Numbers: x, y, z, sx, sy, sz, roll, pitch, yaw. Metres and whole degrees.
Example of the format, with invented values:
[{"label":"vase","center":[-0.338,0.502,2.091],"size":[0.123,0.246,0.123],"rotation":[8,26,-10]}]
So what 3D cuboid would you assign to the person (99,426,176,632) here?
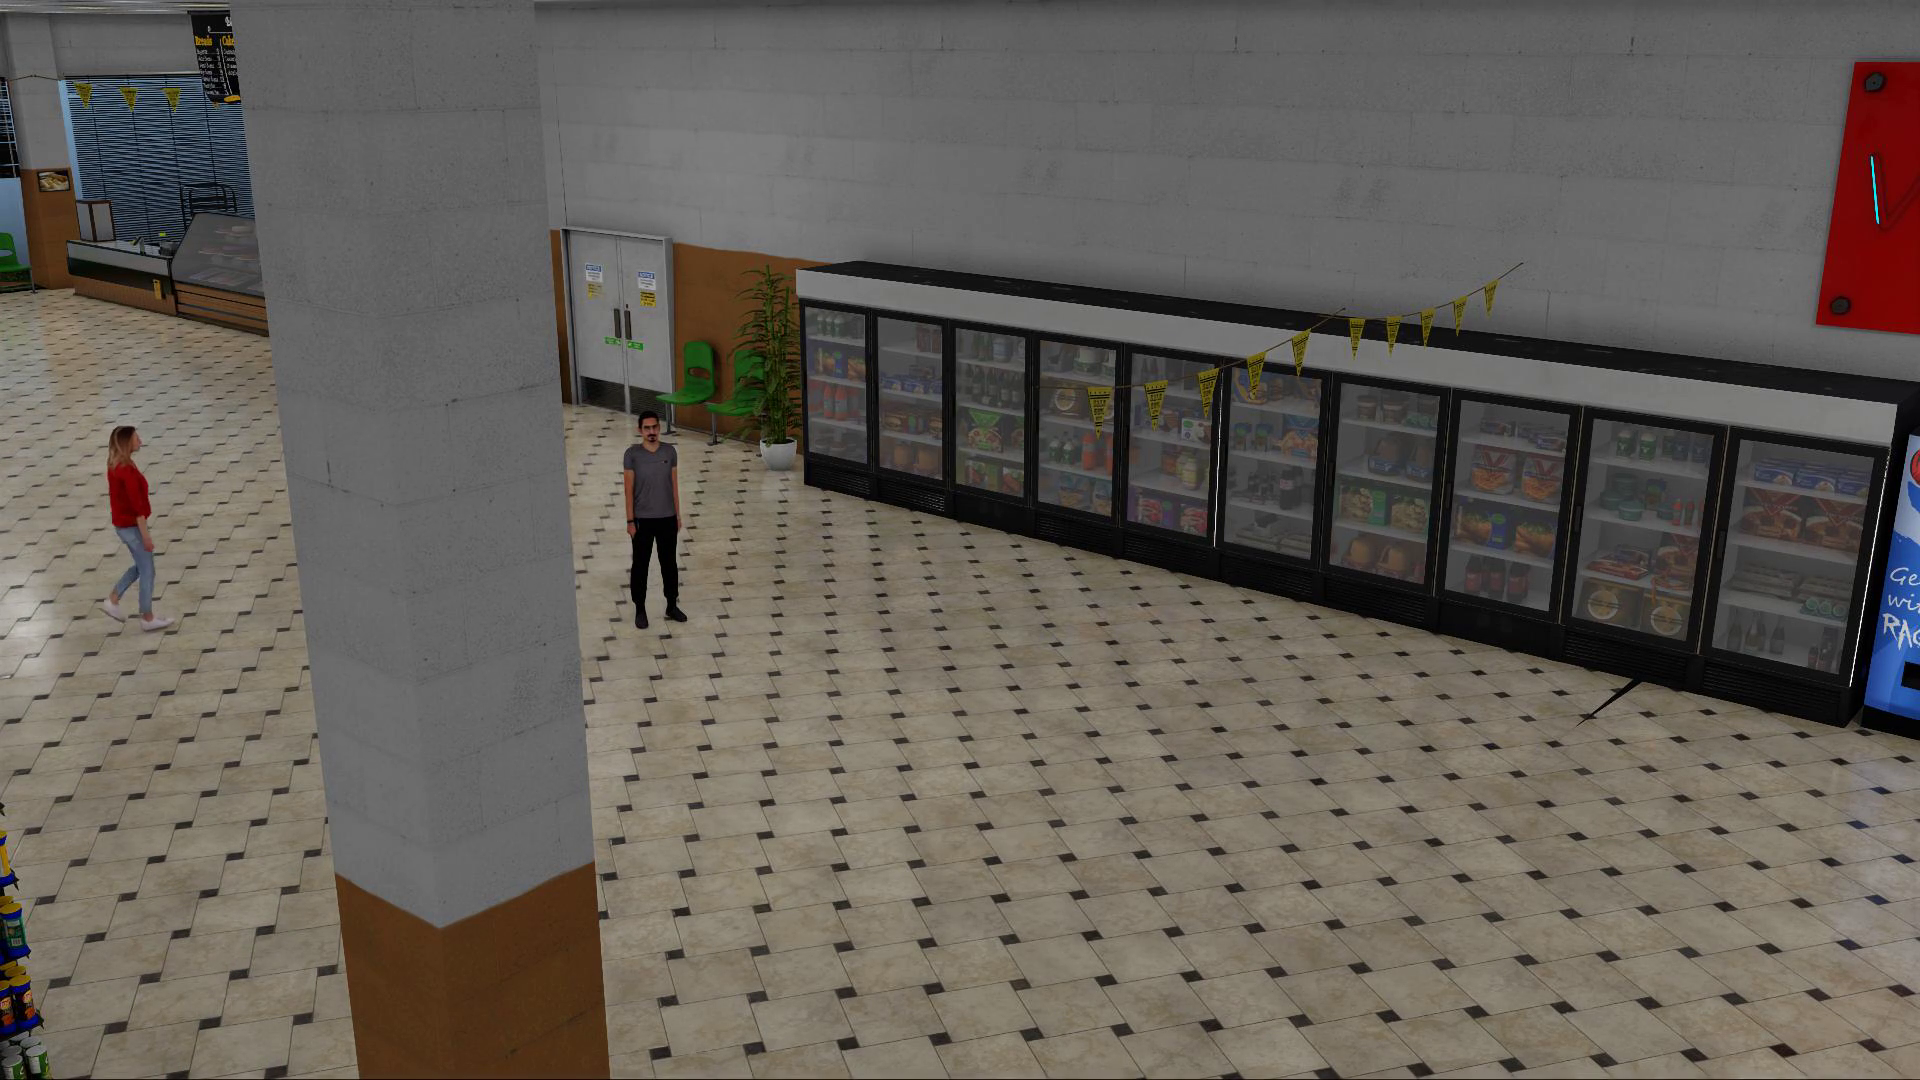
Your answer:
[{"label":"person","center":[-6.618,-0.061,13.154],"size":[0.789,1.690,0.679],"rotation":[-15,22,-40]}]

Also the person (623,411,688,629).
[{"label":"person","center":[-2.483,-0.190,13.466],"size":[0.604,1.755,0.739],"rotation":[-9,19,-28]}]
